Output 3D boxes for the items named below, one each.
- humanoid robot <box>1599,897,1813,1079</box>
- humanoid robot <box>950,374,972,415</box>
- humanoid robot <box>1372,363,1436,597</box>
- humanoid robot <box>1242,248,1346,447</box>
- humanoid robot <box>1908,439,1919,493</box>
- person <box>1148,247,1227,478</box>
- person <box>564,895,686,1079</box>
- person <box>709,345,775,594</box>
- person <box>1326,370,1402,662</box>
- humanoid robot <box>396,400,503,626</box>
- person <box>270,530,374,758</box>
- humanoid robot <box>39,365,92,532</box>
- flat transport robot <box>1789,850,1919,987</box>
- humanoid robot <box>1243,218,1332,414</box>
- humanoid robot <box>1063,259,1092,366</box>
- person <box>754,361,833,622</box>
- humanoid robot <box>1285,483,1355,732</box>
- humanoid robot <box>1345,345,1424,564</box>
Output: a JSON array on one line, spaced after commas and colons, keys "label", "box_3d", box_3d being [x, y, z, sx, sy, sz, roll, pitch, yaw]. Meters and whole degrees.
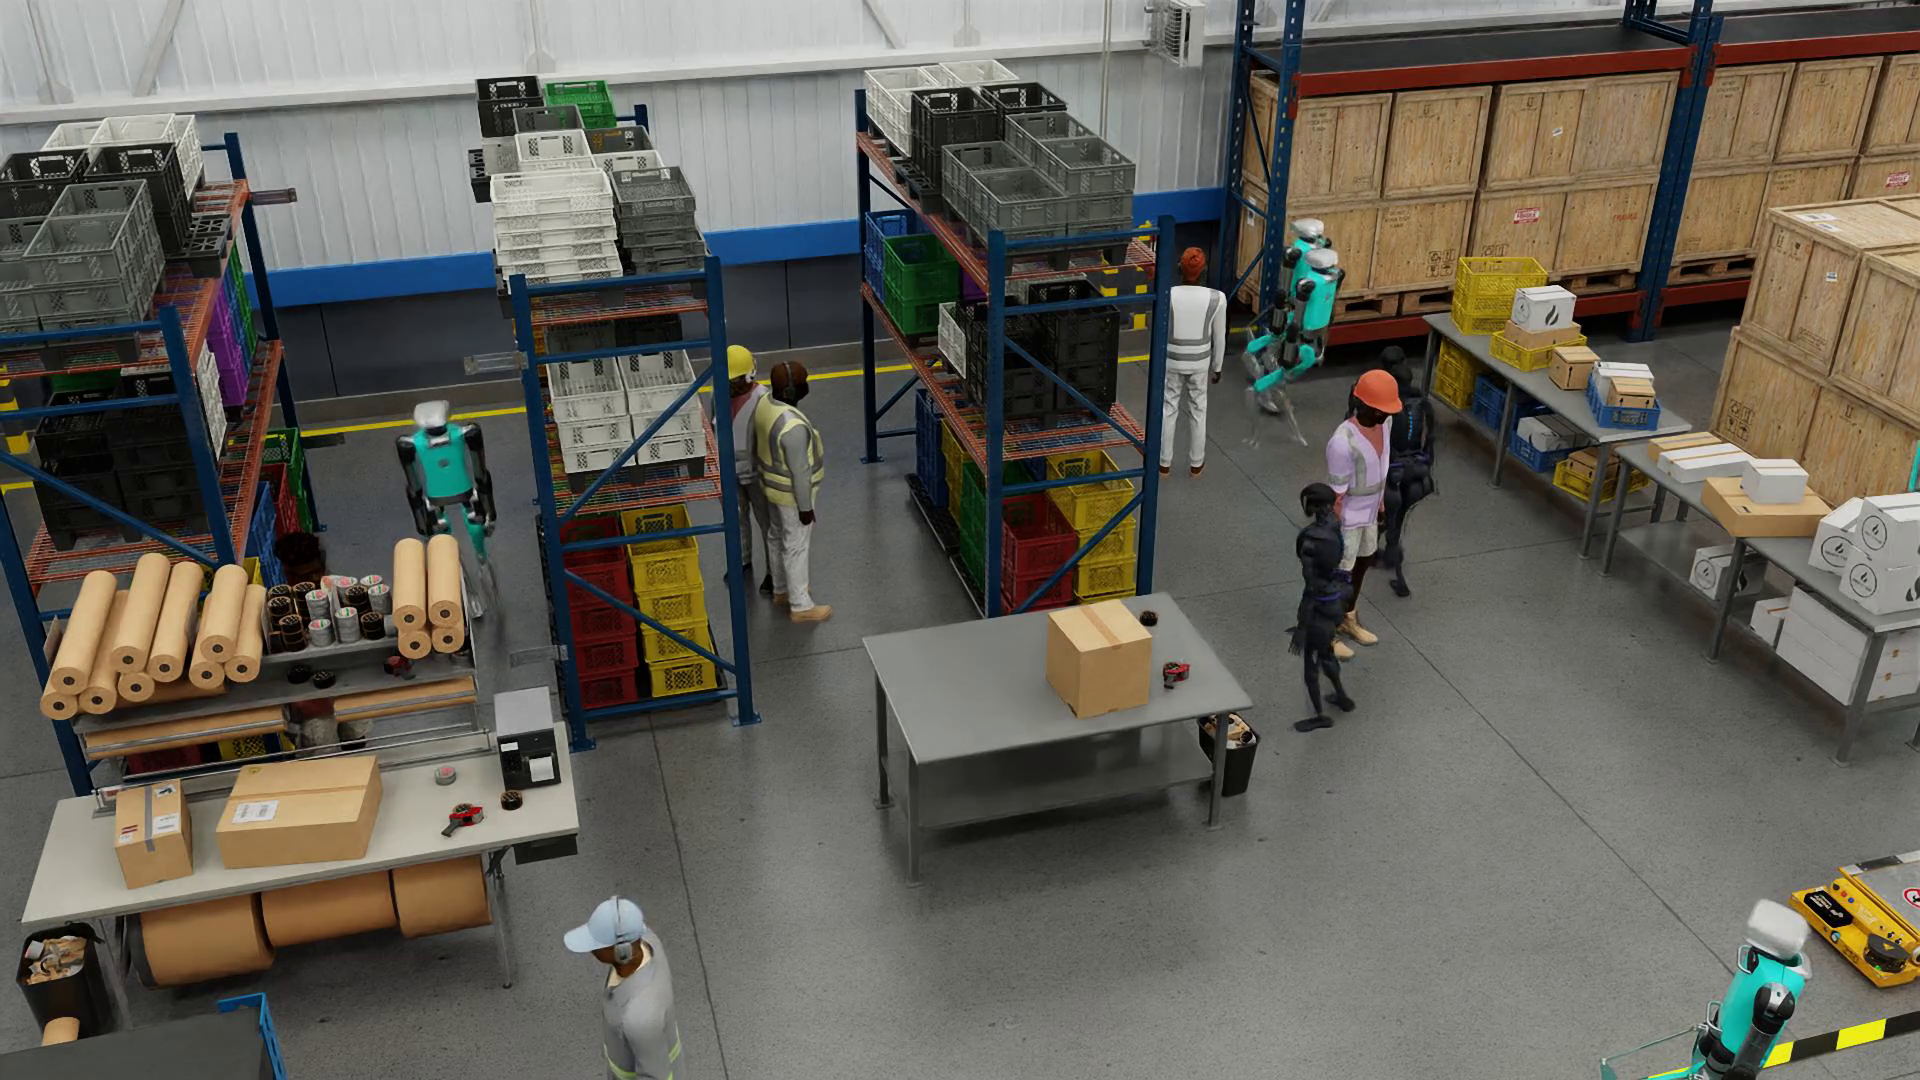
[{"label": "humanoid robot", "box_3d": [2.862, 2.101, 6.680, 0.735, 1.672, 0.533, 12, 31, 21]}, {"label": "humanoid robot", "box_3d": [0.076, -1.758, 13.852, 0.554, 1.782, 0.794, 16, 33, 27]}, {"label": "humanoid robot", "box_3d": [3.026, -0.442, 11.526, 0.599, 1.636, 0.649, -9, 30, -15]}, {"label": "humanoid robot", "box_3d": [2.629, -1.553, 13.505, 0.530, 1.801, 0.799, -24, 37, -36]}, {"label": "humanoid robot", "box_3d": [6.443, 0.017, 10.647, 0.885, 1.820, 0.554, 22, 36, 35]}, {"label": "person", "box_3d": [1.760, -1.369, 12.976, 0.585, 1.882, 0.344, 2, 29, 3]}, {"label": "person", "box_3d": [-1.285, 2.151, 6.604, 0.391, 1.850, 0.599, -7, 30, -12]}, {"label": "person", "box_3d": [-1.484, -0.496, 11.448, 0.587, 1.823, 0.403, 16, 33, 27]}, {"label": "person", "box_3d": [2.548, -0.161, 10.631, 0.402, 2.029, 0.616, 24, 37, 36]}, {"label": "humanoid robot", "box_3d": [-3.355, -0.169, 11.010, 0.543, 1.826, 0.789, -10, 30, -18]}, {"label": "person", "box_3d": [-3.384, 0.824, 8.902, 0.368, 1.965, 0.602, 18, 34, 29]}, {"label": "humanoid robot", "box_3d": [-6.338, -0.787, 12.147, 0.613, 1.644, 0.367, 3, 29, 6]}, {"label": "flat transport robot", "box_3d": [5.163, 1.916, 8.676, 1.431, 0.231, 0.659, -8, 30, -14]}, {"label": "humanoid robot", "box_3d": [2.686, -1.908, 14.078, 0.535, 1.769, 0.691, -23, 36, -36]}, {"label": "humanoid robot", "box_3d": [0.819, -1.495, 13.479, 0.595, 1.627, 0.783, -7, 30, -13]}, {"label": "person", "box_3d": [-1.122, -0.334, 11.136, 0.431, 1.844, 0.622, -13, 32, -23]}, {"label": "humanoid robot", "box_3d": [2.196, 0.403, 9.973, 0.415, 1.643, 0.612, 16, 33, 27]}, {"label": "humanoid robot", "box_3d": [2.988, -0.619, 11.814, 0.589, 1.650, 0.368, 13, 31, 22]}]
